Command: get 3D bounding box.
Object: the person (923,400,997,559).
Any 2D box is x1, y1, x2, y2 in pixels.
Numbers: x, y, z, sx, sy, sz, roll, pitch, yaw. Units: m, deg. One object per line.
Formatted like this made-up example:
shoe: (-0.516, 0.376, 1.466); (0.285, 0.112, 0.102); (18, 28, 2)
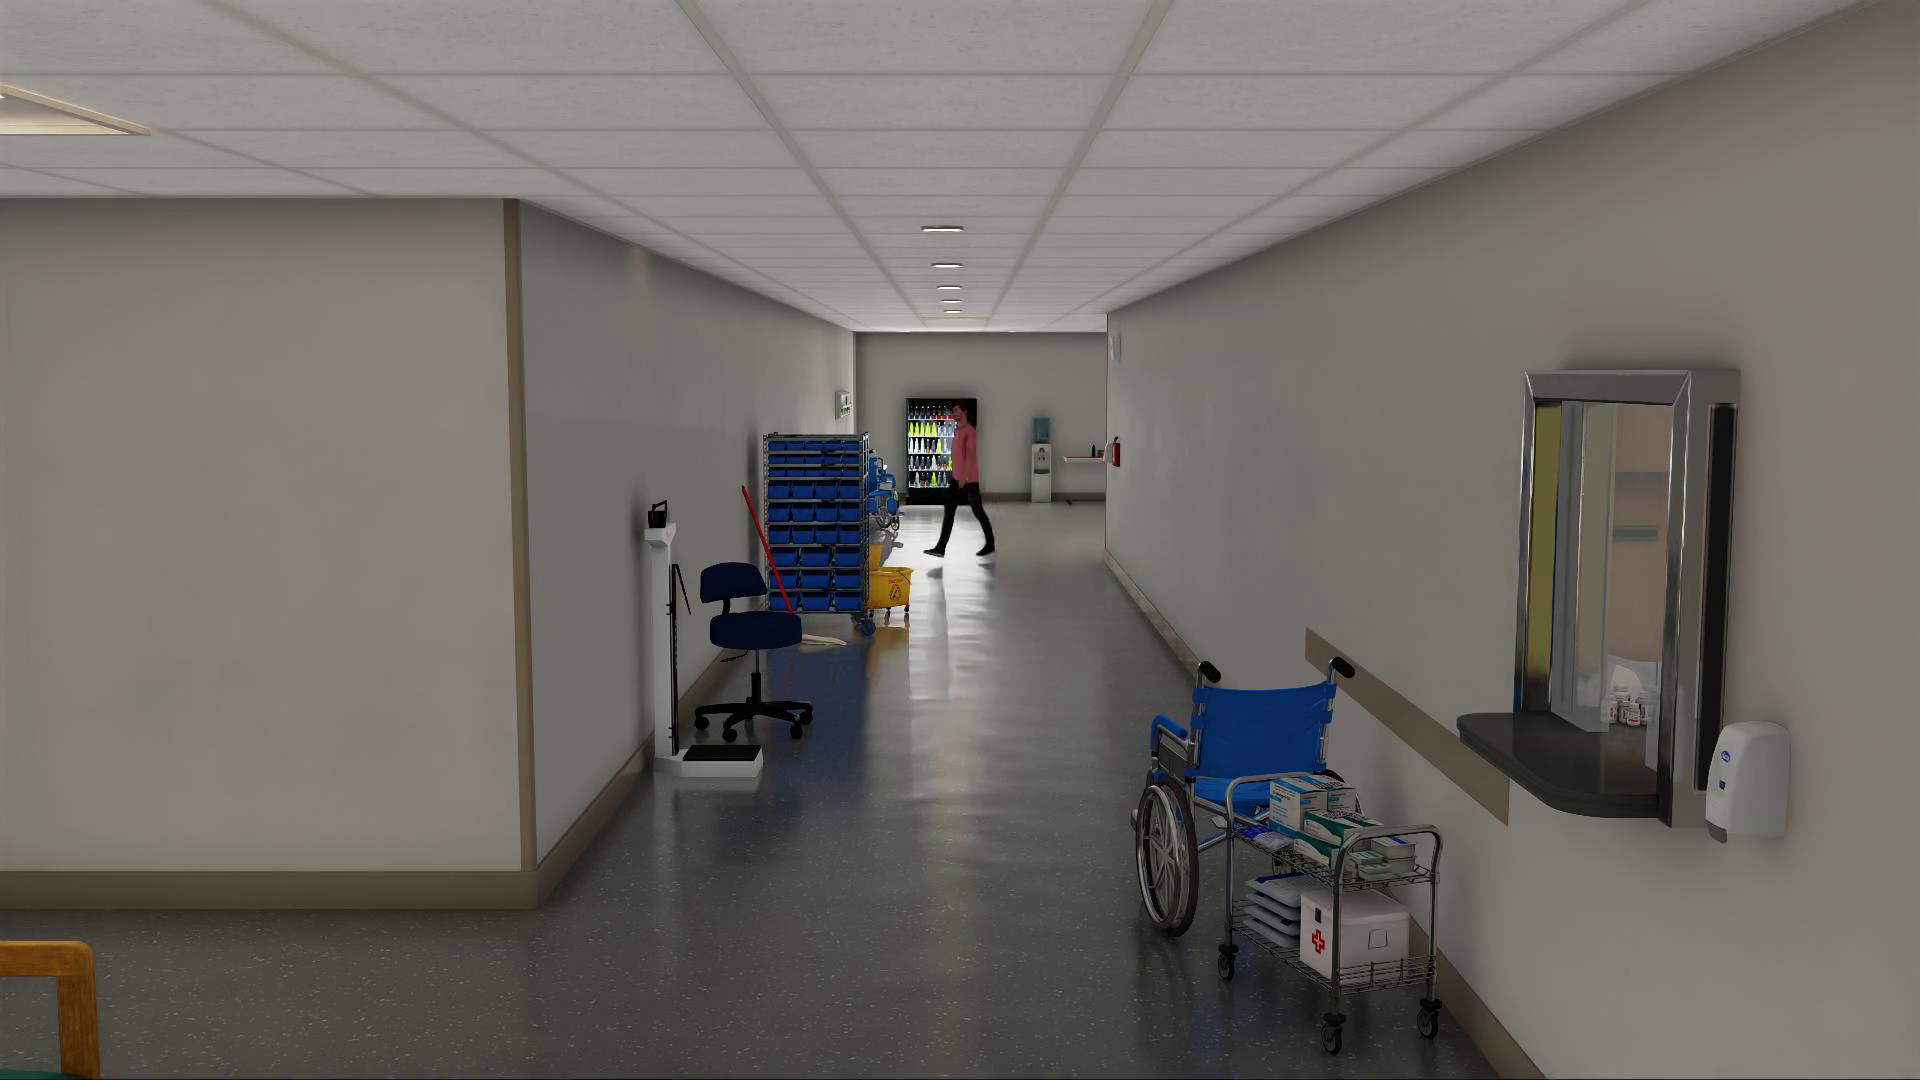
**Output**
person: (0.152, -0.708, 20.235); (1.300, 1.908, 1.105); (-4, 7, -33)
